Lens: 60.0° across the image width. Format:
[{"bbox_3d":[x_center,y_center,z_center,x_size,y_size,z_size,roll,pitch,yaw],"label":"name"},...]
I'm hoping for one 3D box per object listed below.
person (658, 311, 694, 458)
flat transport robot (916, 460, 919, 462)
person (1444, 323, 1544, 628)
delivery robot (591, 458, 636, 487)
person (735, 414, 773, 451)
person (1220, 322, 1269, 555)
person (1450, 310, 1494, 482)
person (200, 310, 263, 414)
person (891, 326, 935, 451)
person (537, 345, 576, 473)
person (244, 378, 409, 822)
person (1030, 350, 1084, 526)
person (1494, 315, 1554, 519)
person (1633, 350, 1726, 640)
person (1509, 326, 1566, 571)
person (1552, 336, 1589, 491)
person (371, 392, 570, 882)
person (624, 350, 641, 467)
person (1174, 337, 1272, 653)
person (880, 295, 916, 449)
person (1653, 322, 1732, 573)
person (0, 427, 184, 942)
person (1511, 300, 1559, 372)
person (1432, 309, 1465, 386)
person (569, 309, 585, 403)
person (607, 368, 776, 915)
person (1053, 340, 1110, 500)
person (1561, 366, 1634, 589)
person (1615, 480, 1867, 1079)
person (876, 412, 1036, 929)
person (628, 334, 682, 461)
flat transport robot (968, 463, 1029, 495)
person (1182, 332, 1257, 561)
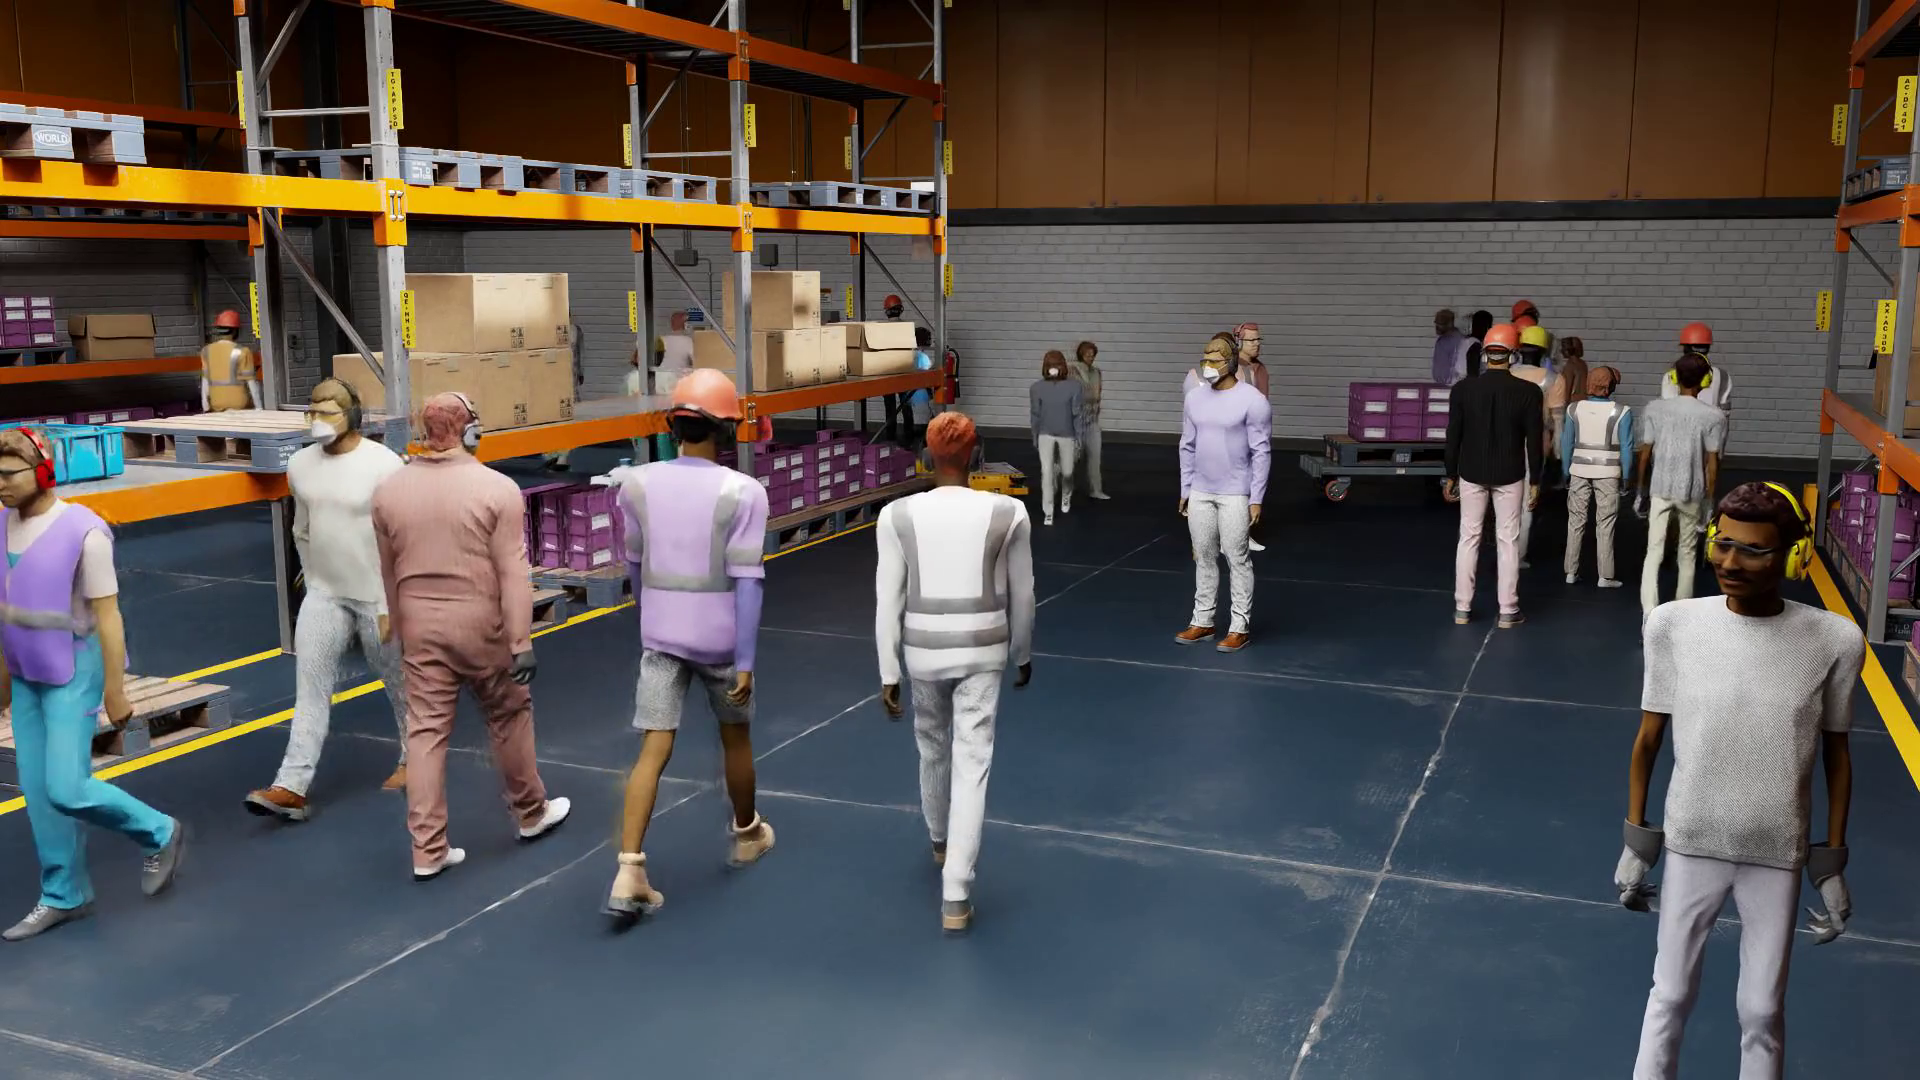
[{"bbox_3d":[-2.994,-1.576,18.326,0.668,1.873,0.890,6,11,34],"label":"person"},{"bbox_3d":[-0.888,-0.767,18.239,1.431,0.197,0.652,3,10,16],"label":"flat transport robot"},{"bbox_3d":[3.510,-0.422,10.937,0.630,1.991,0.399,5,10,26],"label":"person"},{"bbox_3d":[-3.130,-0.523,15.618,0.477,0.478,0.707,6,11,31],"label":"delivery robot"},{"bbox_3d":[-2.269,-1.463,18.041,0.628,1.736,0.403,6,11,31],"label":"person"},{"bbox_3d":[2.334,-0.831,13.683,0.643,1.908,0.399,-9,13,-44],"label":"person"},{"bbox_3d":[5.577,-1.506,17.839,0.793,1.882,0.619,1,9,7],"label":"person"},{"bbox_3d":[-7.487,-1.419,17.253,0.568,1.900,0.872,2,10,11],"label":"person"},{"bbox_3d":[-0.474,-1.633,19.235,0.666,1.673,0.535,-2,10,-11],"label":"person"},{"bbox_3d":[-4.653,-1.649,18.906,0.625,1.814,0.513,6,11,31],"label":"person"},{"bbox_3d":[-2.664,0.255,7.164,0.654,1.881,1.032,3,10,17],"label":"person"},{"bbox_3d":[0.896,-0.966,15.399,0.502,1.607,0.668,1,9,4],"label":"person"},{"bbox_3d":[5.143,-1.096,15.275,0.560,1.918,0.434,5,11,30],"label":"person"},{"bbox_3d":[4.489,-0.263,10.456,0.518,1.843,0.834,5,11,30],"label":"person"},{"bbox_3d":[4.438,-0.715,12.999,0.586,1.901,0.644,8,12,39],"label":"person"},{"bbox_3d":[6.468,-1.330,17.555,0.329,1.622,0.523,7,12,38],"label":"person"},{"bbox_3d":[-1.929,0.349,6.629,0.685,1.871,0.897,2,10,13],"label":"person"},{"bbox_3d":[-3.223,-1.117,16.346,0.609,1.603,0.512,-9,13,-43],"label":"person"},{"bbox_3d":[1.613,-0.280,10.249,0.634,1.937,0.355,9,13,44],"label":"person"},{"bbox_3d":[-0.847,-2.186,21.632,0.623,1.989,0.400,-6,11,-34],"label":"person"},{"bbox_3d":[5.644,-0.712,12.874,0.551,1.933,0.373,-1,9,-6],"label":"person"},{"bbox_3d":[-3.173,0.491,5.930,0.562,1.822,0.536,5,11,28],"label":"person"},{"bbox_3d":[5.993,-1.543,17.722,0.608,1.995,0.803,0,9,0],"label":"person"},{"bbox_3d":[5.739,-1.787,19.671,0.800,1.852,0.666,1,9,3],"label":"person"},{"bbox_3d":[-5.286,-2.232,22.237,0.341,1.882,0.587,9,13,44],"label":"person"},{"bbox_3d":[-1.005,0.367,6.197,0.608,1.999,1.053,2,10,13],"label":"person"},{"bbox_3d":[1.204,-1.220,16.878,0.541,1.618,0.597,-8,12,-40],"label":"person"},{"bbox_3d":[4.679,-0.458,12.235,0.523,1.638,0.310,9,13,42],"label":"person"},{"bbox_3d":[1.895,0.775,4.075,0.532,1.865,0.310,4,10,24],"label":"person"},{"bbox_3d":[-0.009,0.439,6.207,0.577,1.829,0.997,1,9,5],"label":"person"},{"bbox_3d":[-2.788,-0.978,15.040,0.537,1.748,0.488,5,10,26],"label":"person"},{"bbox_3d":[0.268,-0.654,17.555,0.652,0.197,1.431,-1,10,-9],"label":"flat transport robot"},{"bbox_3d":[2.095,-0.746,13.366,0.633,1.843,0.429,-2,10,-11],"label":"person"}]
